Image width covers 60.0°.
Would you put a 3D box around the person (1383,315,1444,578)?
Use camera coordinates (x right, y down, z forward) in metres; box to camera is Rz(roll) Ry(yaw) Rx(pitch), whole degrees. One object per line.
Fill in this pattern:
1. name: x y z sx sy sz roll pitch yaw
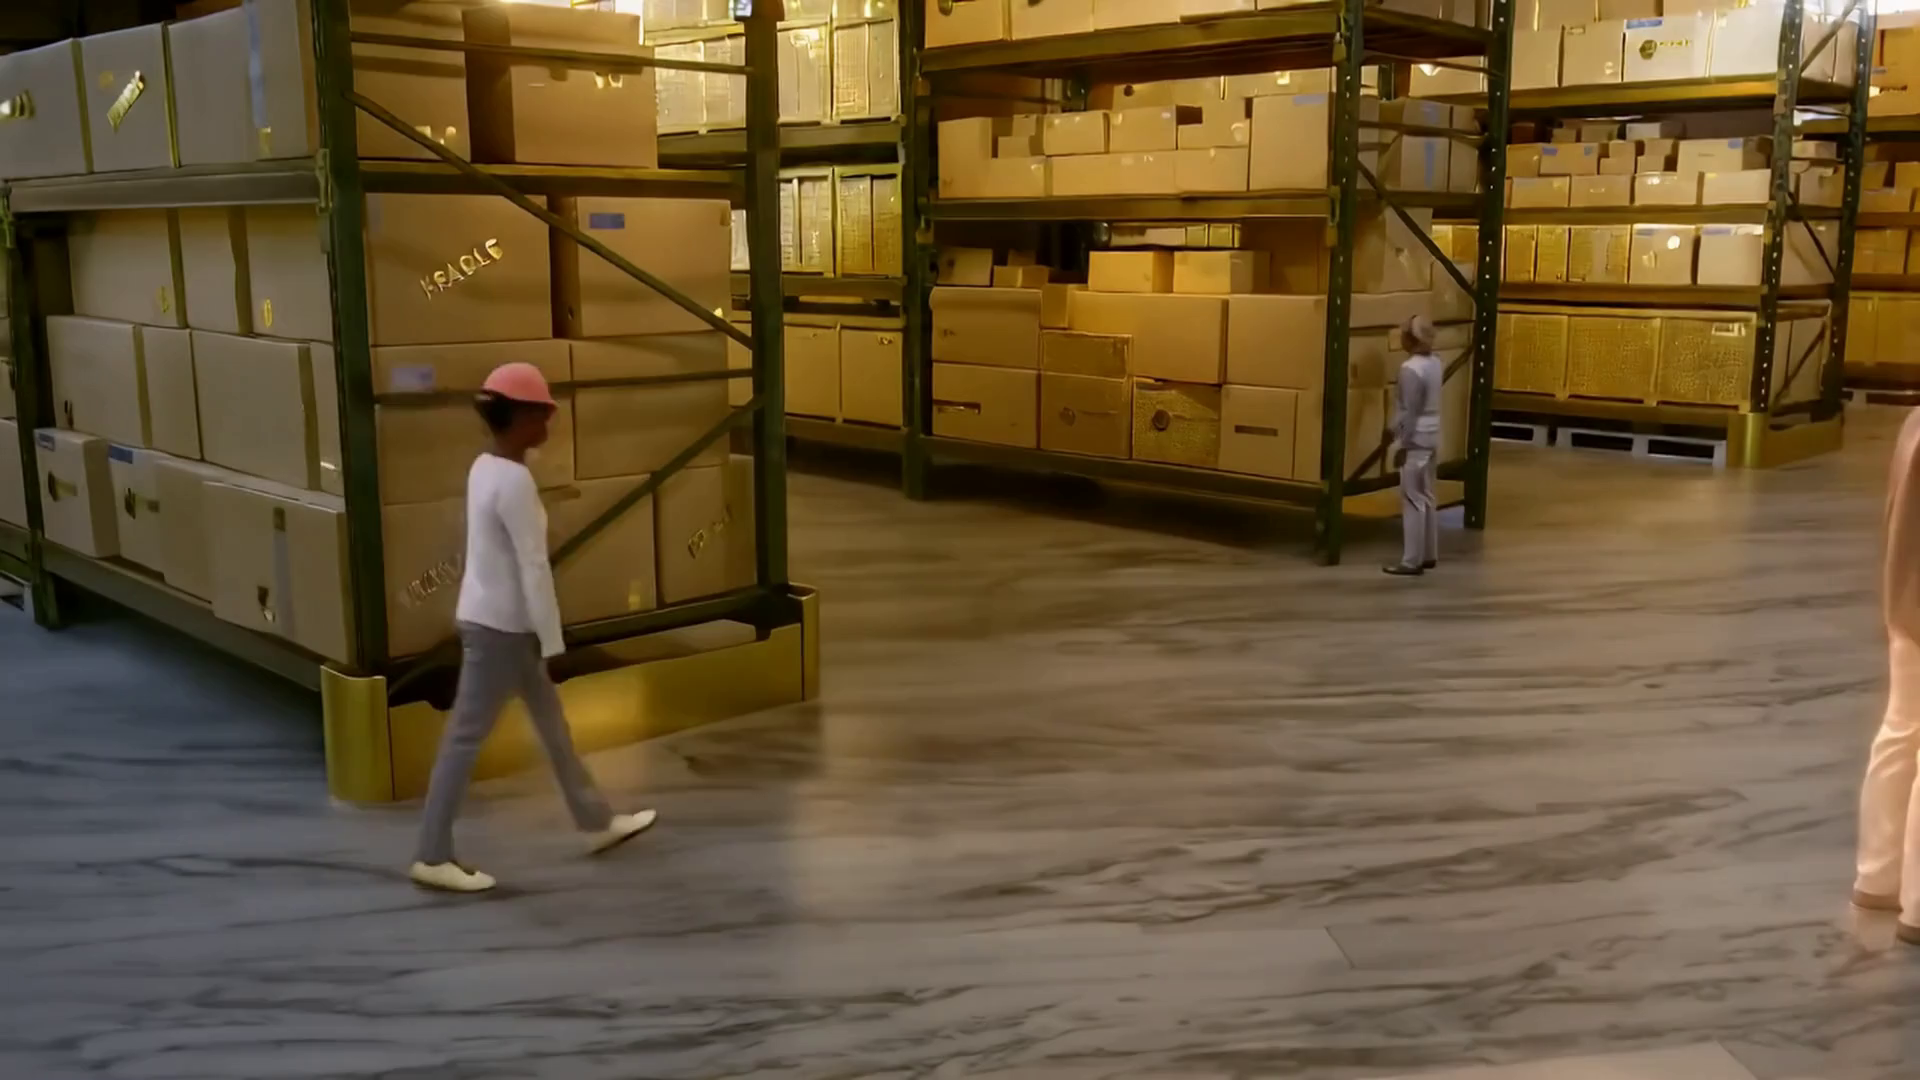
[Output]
1. person: 2.857 -0.582 10.418 0.313 1.636 0.517 8 13 36

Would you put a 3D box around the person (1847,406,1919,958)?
1. person: 2.965 0.244 4.938 0.397 1.992 0.623 1 10 4

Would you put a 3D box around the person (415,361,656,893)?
1. person: -1.418 0.283 5.475 0.889 1.705 0.648 -5 11 -25
